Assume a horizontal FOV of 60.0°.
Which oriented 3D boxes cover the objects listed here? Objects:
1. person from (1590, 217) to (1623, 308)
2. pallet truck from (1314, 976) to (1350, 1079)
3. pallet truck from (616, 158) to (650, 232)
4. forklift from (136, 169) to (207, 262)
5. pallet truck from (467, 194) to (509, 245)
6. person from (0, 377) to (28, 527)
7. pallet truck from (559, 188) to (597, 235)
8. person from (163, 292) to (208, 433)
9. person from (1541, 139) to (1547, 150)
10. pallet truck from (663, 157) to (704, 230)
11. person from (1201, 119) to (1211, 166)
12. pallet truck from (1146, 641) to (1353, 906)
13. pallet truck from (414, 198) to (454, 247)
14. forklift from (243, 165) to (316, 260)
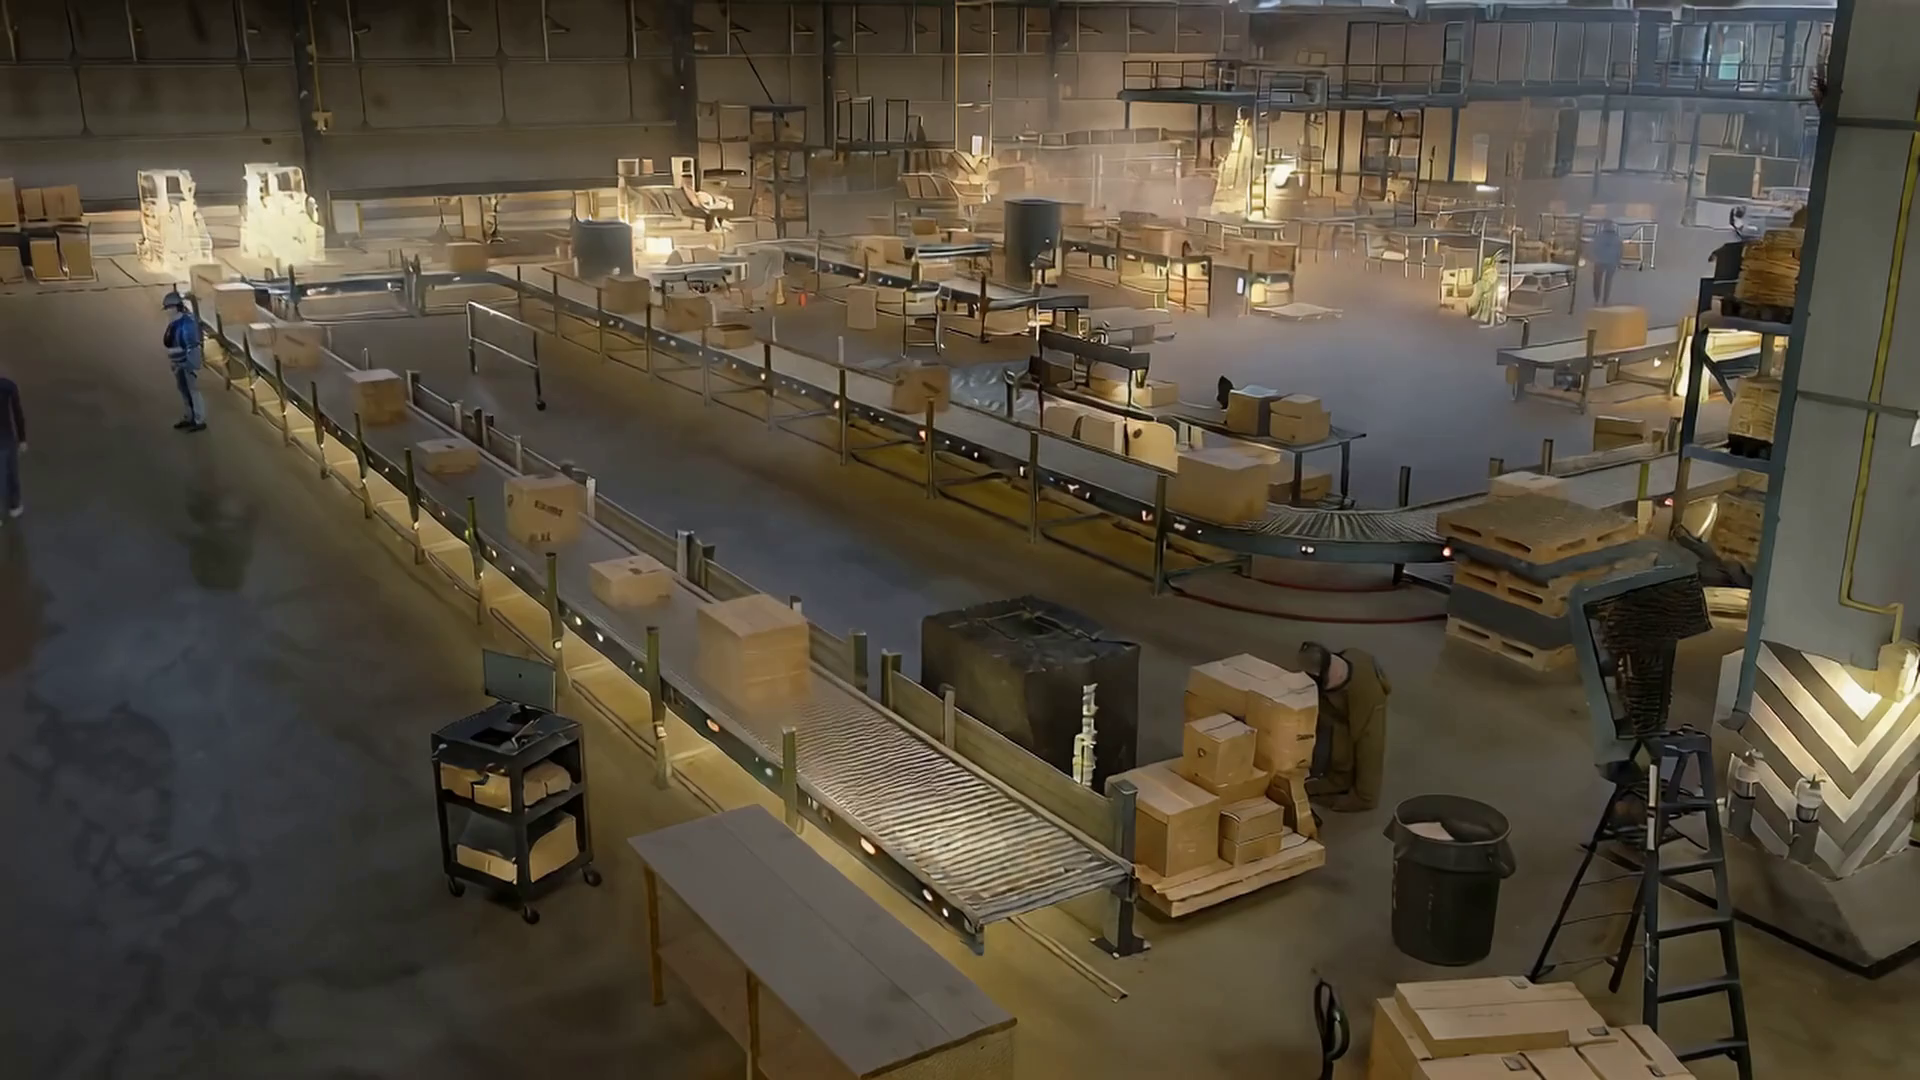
[{"bbox_3d":[12.250,-5.233,31.528,0.554,1.753,0.353,6,18,19],"label":"person"},{"bbox_3d":[2.299,2.390,7.086,1.601,1.201,0.680,-2,17,-7],"label":"pallet truck"},{"bbox_3d":[-8.918,-9.176,44.255,0.823,1.965,1.885,-9,19,-27],"label":"pallet truck"},{"bbox_3d":[-17.842,-7.318,37.559,1.157,1.987,2.680,-10,20,-31],"label":"forklift"},{"bbox_3d":[-11.983,-8.177,42.137,0.704,1.261,1.522,-11,20,-33],"label":"pallet truck"},{"bbox_3d":[-10.235,-1.082,17.569,0.659,1.860,0.980,-8,18,-24],"label":"person"},{"bbox_3d":[-10.010,-8.652,43.699,0.653,1.274,1.630,-10,20,-31],"label":"pallet truck"},{"bbox_3d":[-10.134,-2.319,21.714,0.587,1.835,0.404,13,21,36],"label":"person"},{"bbox_3d":[23.953,-16.287,68.214,0.967,1.827,0.538,14,22,40],"label":"person"},{"bbox_3d":[-7.586,-9.308,44.692,0.823,1.965,1.885,-11,20,-33],"label":"pallet truck"},{"bbox_3d":[9.992,-16.245,67.972,0.579,1.882,0.342,-11,20,-32],"label":"person"},{"bbox_3d":[1.664,1.407,10.232,1.630,1.274,0.653,-10,20,-31],"label":"pallet truck"},{"bbox_3d":[-13.250,-8.060,41.856,0.680,1.201,1.601,-10,20,-31],"label":"pallet truck"},{"bbox_3d":[-15.898,-7.669,38.708,1.157,1.987,2.680,-11,20,-33],"label":"forklift"}]
